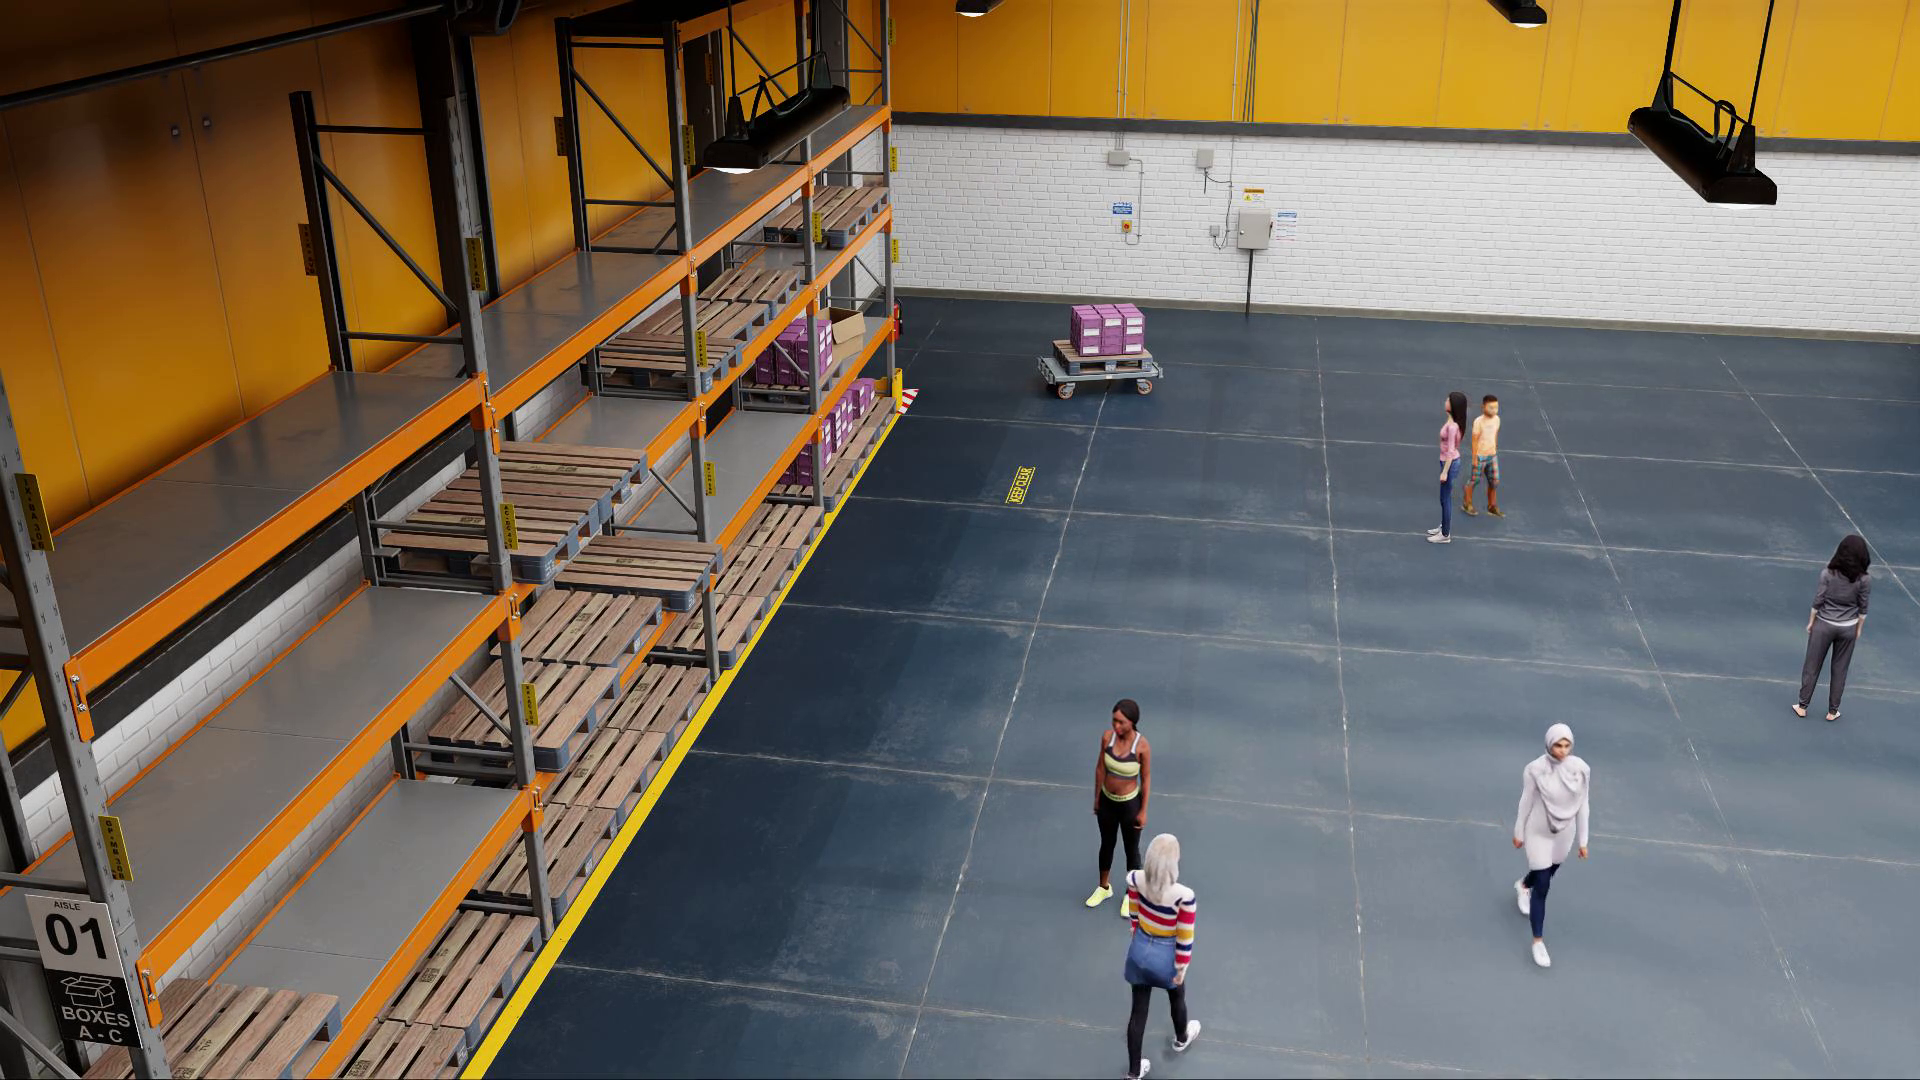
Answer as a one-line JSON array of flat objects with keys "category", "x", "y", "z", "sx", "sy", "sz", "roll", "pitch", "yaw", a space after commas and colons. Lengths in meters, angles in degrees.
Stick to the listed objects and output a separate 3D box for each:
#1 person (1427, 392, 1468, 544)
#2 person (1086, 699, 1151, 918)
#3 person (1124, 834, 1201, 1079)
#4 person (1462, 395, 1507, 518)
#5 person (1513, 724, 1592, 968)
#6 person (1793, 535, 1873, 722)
[{"category": "person", "x": 5.421, "y": -0.816, "z": 18.462, "sx": 0.670, "sy": 1.742, "sz": 0.477, "roll": 8, "pitch": 25, "yaw": 17}, {"category": "person", "x": 1.187, "y": 1.929, "z": 12.168, "sx": 0.626, "sy": 1.754, "sz": 0.613, "roll": 13, "pitch": 27, "yaw": 27}, {"category": "person", "x": 1.181, "y": 2.669, "z": 10.443, "sx": 0.874, "sy": 1.780, "sz": 1.067, "roll": 14, "pitch": 27, "yaw": 28}, {"category": "person", "x": 6.008, "y": -1.000, "z": 19.250, "sx": 0.781, "sy": 1.449, "sz": 0.874, "roll": -10, "pitch": 26, "yaw": -22}, {"category": "person", "x": 4.184, "y": 2.070, "z": 11.856, "sx": 0.787, "sy": 1.746, "sz": 1.171, "roll": -1, "pitch": 24, "yaw": -3}, {"category": "person", "x": 7.776, "y": 0.782, "z": 14.778, "sx": 0.634, "sy": 1.765, "sz": 0.579, "roll": 9, "pitch": 25, "yaw": 20}]
